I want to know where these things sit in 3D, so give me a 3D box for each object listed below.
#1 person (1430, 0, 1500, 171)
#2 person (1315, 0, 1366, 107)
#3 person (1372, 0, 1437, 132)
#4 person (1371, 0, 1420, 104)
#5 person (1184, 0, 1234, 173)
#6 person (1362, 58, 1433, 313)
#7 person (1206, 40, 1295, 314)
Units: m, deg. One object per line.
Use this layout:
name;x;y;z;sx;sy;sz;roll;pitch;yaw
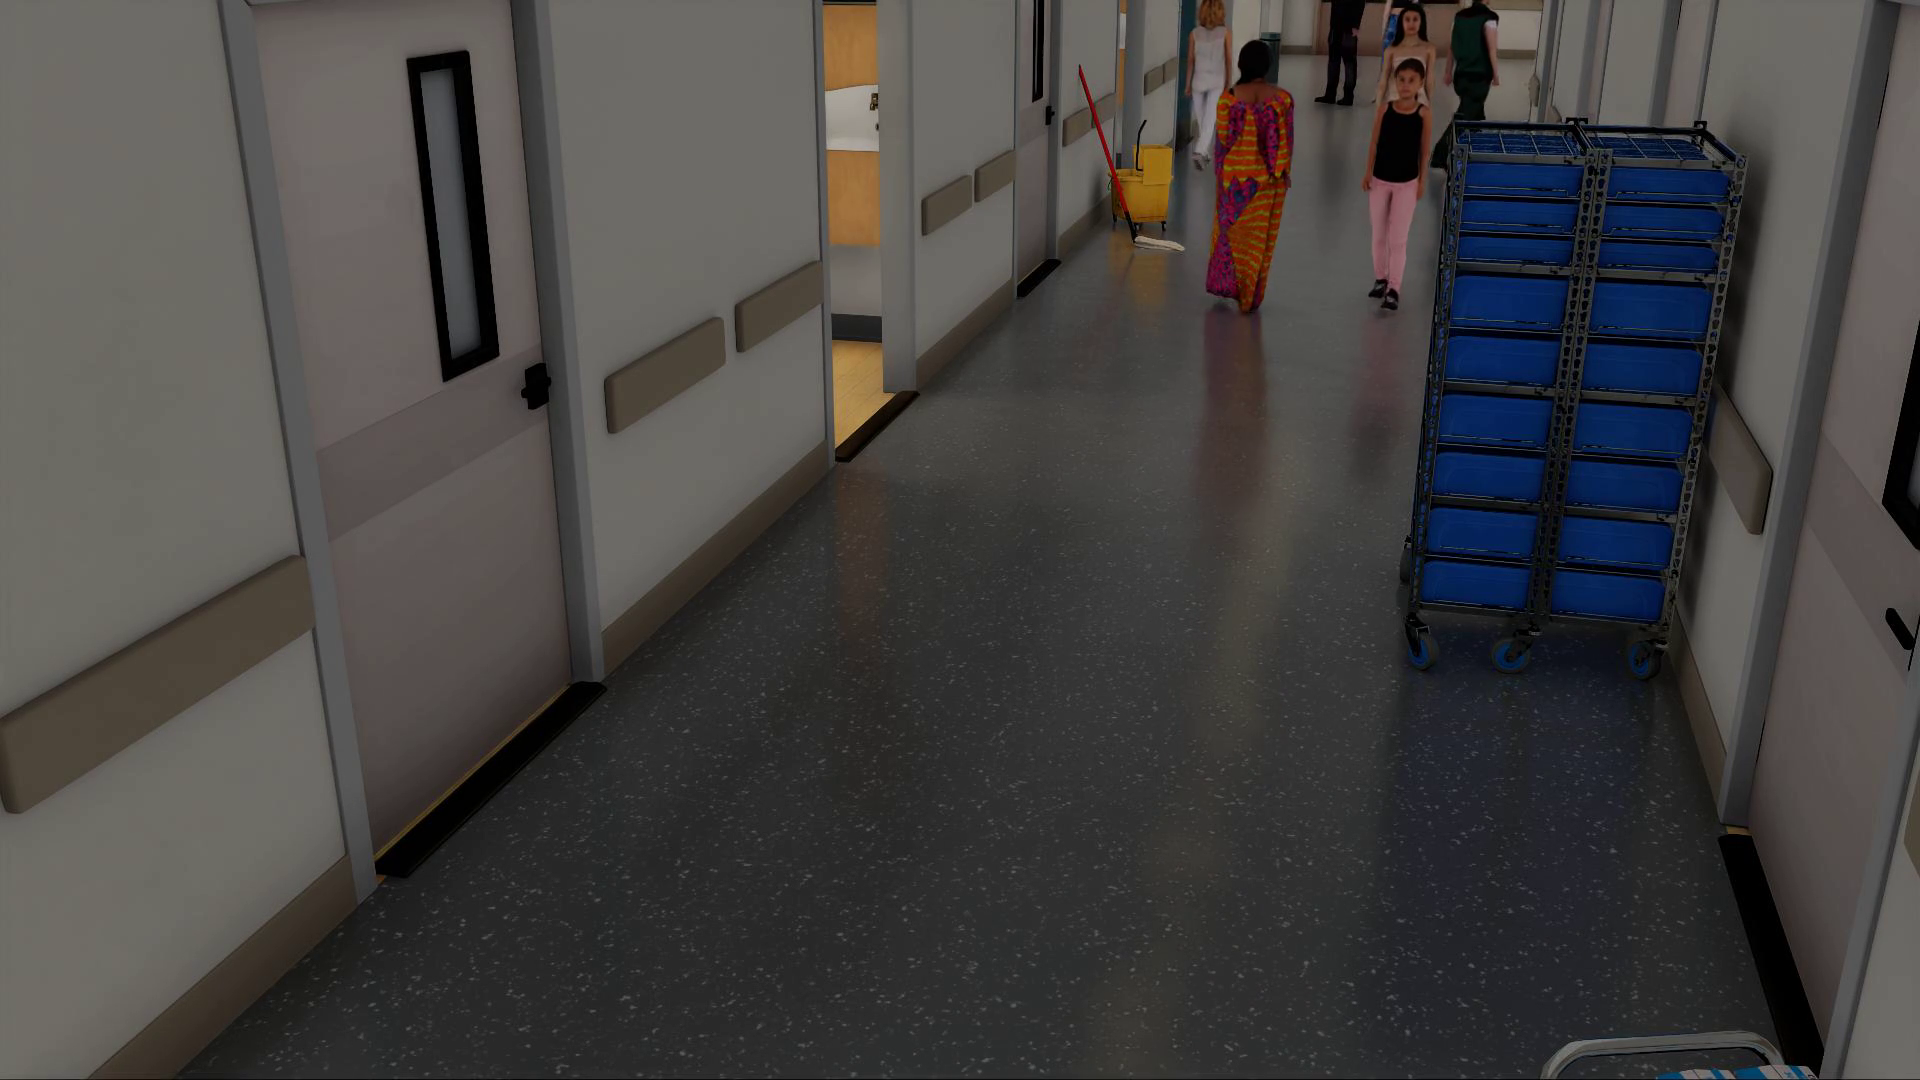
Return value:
person;4.844;-4.398;15.887;1.184;1.800;1.147;-12;24;-28
person;5.015;-6.681;21.758;0.813;1.911;0.776;-14;25;-33
person;3.593;-3.403;13.422;0.634;1.684;1.061;7;22;17
person;5.754;-6.656;21.899;0.852;1.763;0.913;6;22;16
person;2.387;-4.397;16.111;0.700;1.639;1.108;9;23;23
person;2.775;-2.272;10.626;0.635;1.550;0.894;10;23;26
person;1.842;-2.287;10.502;0.699;1.651;0.801;4;21;10
